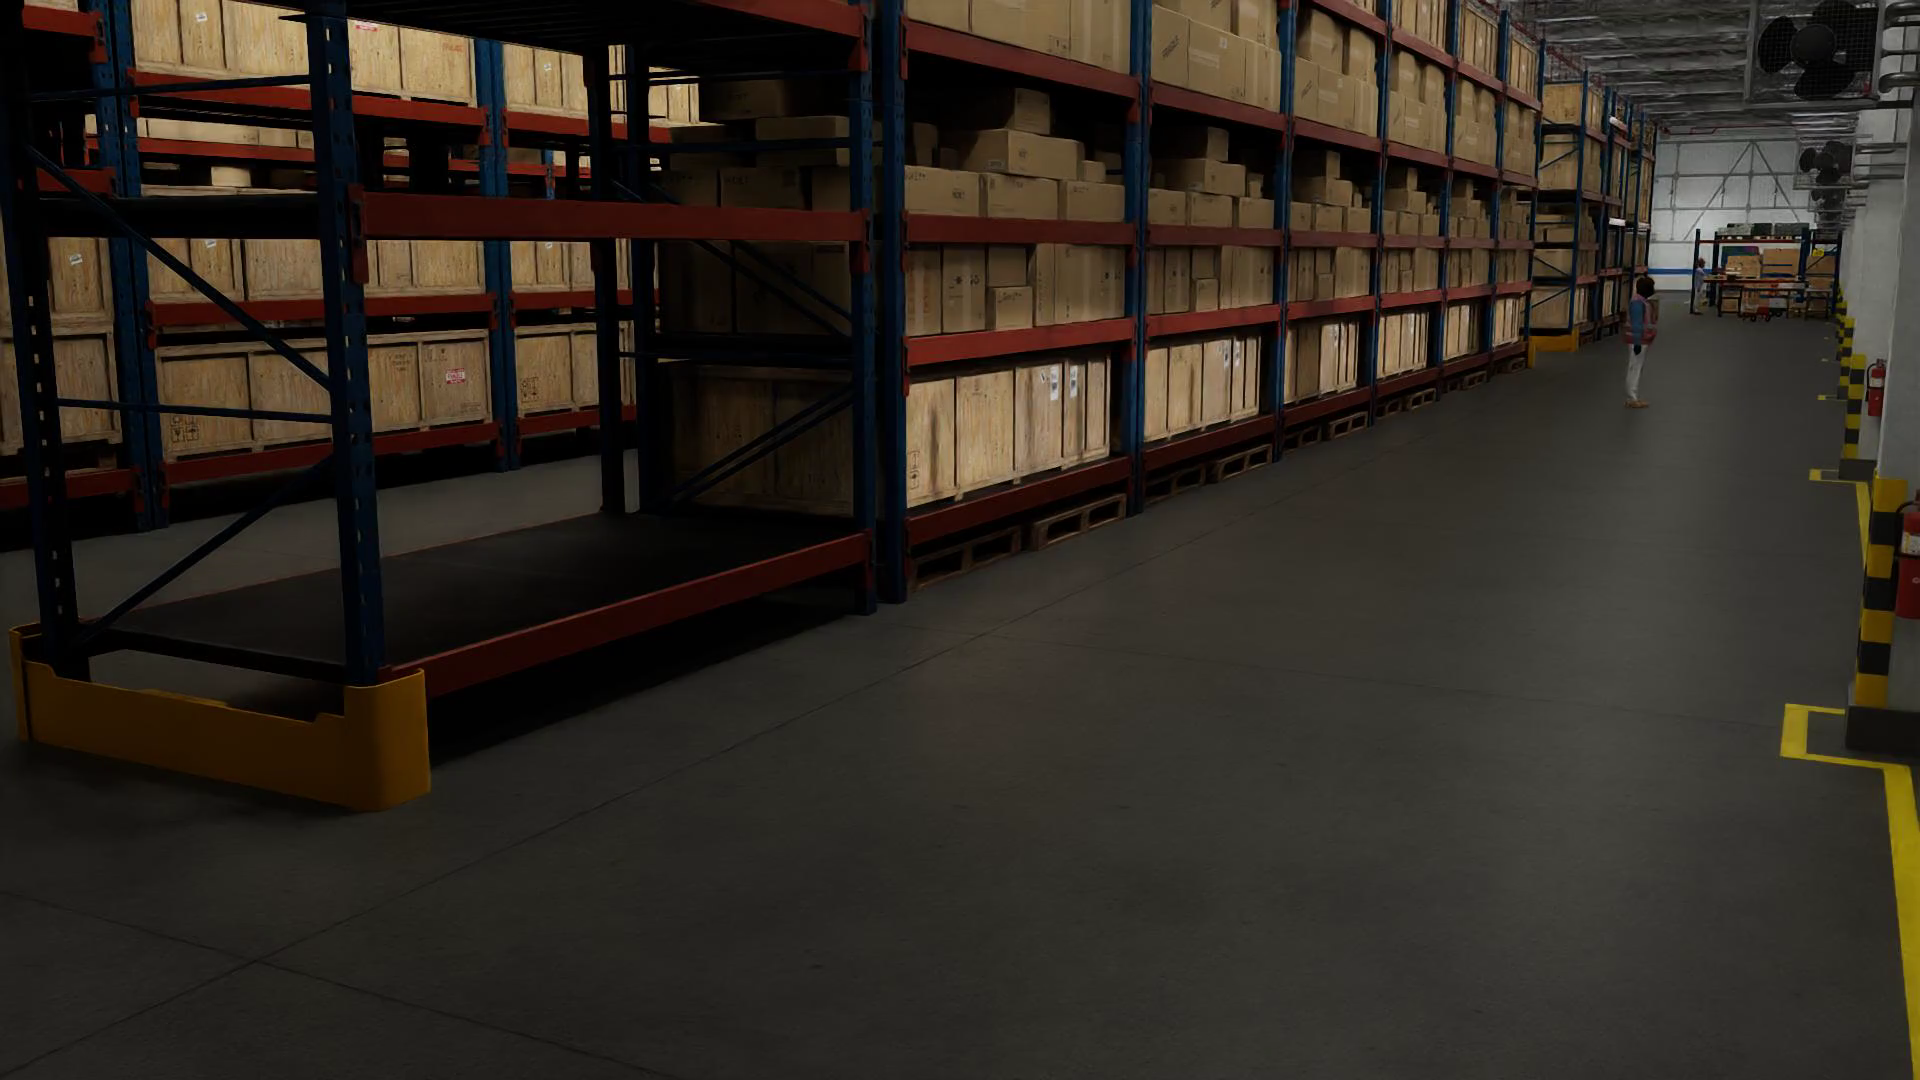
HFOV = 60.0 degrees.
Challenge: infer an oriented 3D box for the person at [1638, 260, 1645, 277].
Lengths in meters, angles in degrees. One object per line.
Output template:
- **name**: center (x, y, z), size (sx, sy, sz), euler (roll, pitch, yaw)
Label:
- **person**: center (33.720, -12.975, 82.187), size (0.354, 1.936, 0.635), euler (5, 11, 27)

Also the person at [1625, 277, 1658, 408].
- **person**: center (9.601, -2.783, 23.462), size (0.429, 1.841, 0.634), euler (5, 11, 27)

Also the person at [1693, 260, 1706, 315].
- **person**: center (25.877, -8.836, 58.224), size (0.352, 1.937, 0.635), euler (5, 11, 27)

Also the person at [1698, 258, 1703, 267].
- **person**: center (35.637, -12.625, 80.163), size (0.373, 1.934, 0.551), euler (5, 11, 27)

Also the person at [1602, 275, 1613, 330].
- **person**: center (18.300, -6.727, 46.880), size (0.310, 1.638, 0.523), euler (5, 11, 27)
